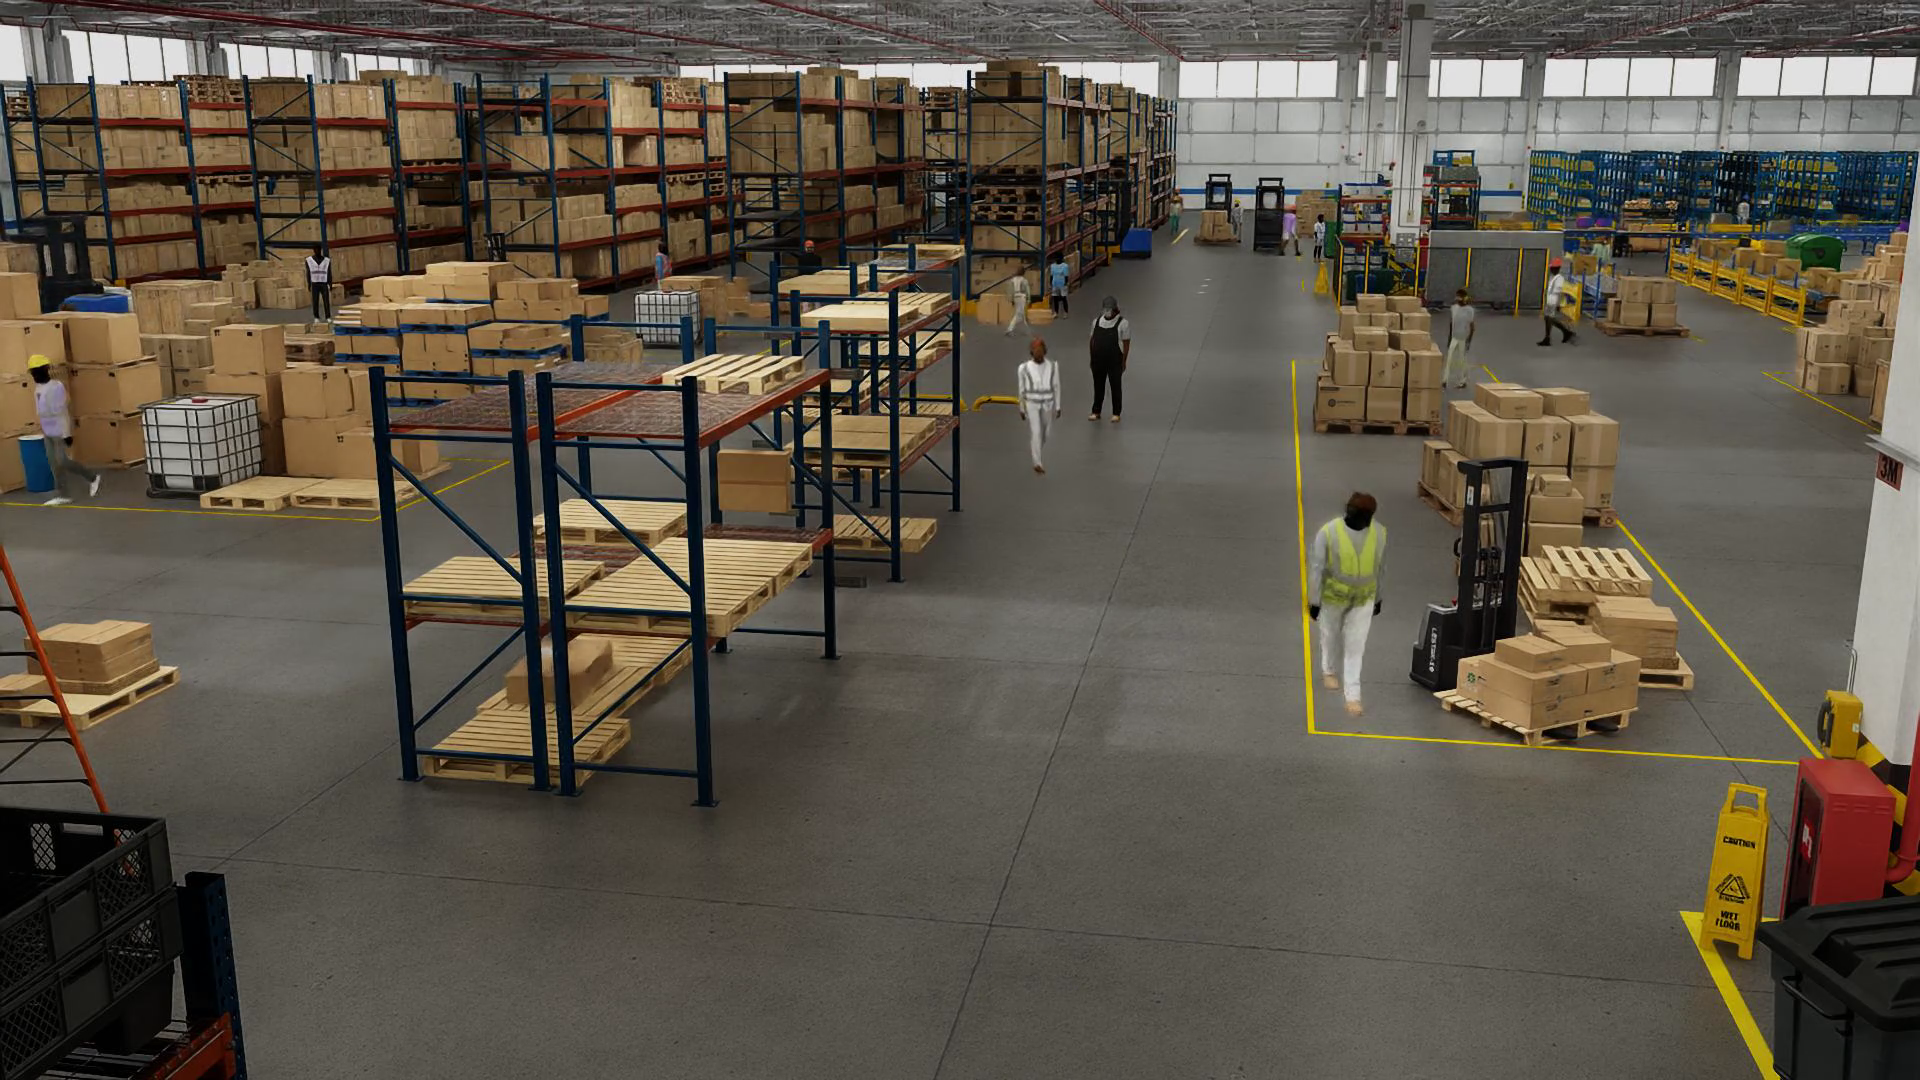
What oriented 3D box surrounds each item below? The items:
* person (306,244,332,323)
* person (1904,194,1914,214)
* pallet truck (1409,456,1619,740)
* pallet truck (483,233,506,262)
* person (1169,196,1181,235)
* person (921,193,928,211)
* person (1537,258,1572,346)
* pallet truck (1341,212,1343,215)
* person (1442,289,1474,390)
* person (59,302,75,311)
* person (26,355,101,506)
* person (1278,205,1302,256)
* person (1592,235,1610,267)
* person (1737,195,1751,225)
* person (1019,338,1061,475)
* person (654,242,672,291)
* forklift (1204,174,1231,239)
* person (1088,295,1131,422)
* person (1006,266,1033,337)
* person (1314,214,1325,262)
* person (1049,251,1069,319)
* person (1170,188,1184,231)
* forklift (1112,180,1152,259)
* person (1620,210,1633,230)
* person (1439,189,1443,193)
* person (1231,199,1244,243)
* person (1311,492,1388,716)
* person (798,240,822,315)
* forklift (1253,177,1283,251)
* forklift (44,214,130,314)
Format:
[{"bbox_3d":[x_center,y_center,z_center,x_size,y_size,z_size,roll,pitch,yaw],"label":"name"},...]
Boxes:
[{"bbox_3d":[-15.654,-6.273,40.675,0.587,1.911,0.397,-7,15,-26],"label":"person"},{"bbox_3d":[44.507,-15.441,78.018,0.389,1.849,0.566,-3,14,-11],"label":"person"},{"bbox_3d":[4.504,0.400,13.395,0.823,1.965,1.885,-6,15,-23],"label":"pallet truck"},{"bbox_3d":[-11.832,-7.026,43.548,1.885,1.965,0.823,8,16,28],"label":"pallet truck"},{"bbox_3d":[9.676,-14.606,74.844,0.524,1.742,0.693,2,14,8],"label":"person"},{"bbox_3d":[-1.812,-17.053,84.504,0.558,1.893,1.015,2,14,9],"label":"person"},{"bbox_3d":[12.981,-5.173,36.185,0.622,1.921,0.550,1,14,3],"label":"person"},{"bbox_3d":[15.874,-13.227,70.310,0.680,1.201,1.601,10,17,35],"label":"pallet truck"},{"bbox_3d":[8.969,-3.601,29.992,0.941,1.822,0.555,-13,19,-43],"label":"person"},{"bbox_3d":[-14.225,-2.849,26.710,0.372,1.940,0.630,-2,14,-8],"label":"person"},{"bbox_3d":[-11.316,-1.401,20.932,0.591,1.890,0.613,11,17,37],"label":"person"},{"bbox_3d":[12.359,-11.561,62.215,0.997,1.886,0.548,-7,16,-27],"label":"person"},{"bbox_3d":[18.836,-8.134,48.839,0.517,1.595,0.780,0,14,-1],"label":"person"},{"bbox_3d":[33.184,-13.624,70.440,0.402,1.943,0.609,-4,14,-14],"label":"person"},{"bbox_3d":[1.076,-1.856,22.834,0.583,1.861,0.650,-4,14,-14],"label":"person"},{"bbox_3d":[-7.522,-6.634,42.274,0.429,1.845,0.621,1,14,3],"label":"person"},{"bbox_3d":[11.011,-14.178,70.766,1.129,2.768,1.873,3,14,10],"label":"forklift"},{"bbox_3d":[2.372,-2.913,26.758,0.682,2.000,0.538,7,15,25],"label":"person"},{"bbox_3d":[1.355,-5.440,37.925,0.847,1.599,0.530,-10,17,-36],"label":"person"},{"bbox_3d":[12.833,-10.766,59.351,0.535,1.697,0.318,-12,18,-40],"label":"person"},{"bbox_3d":[2.464,-6.341,41.422,0.547,1.685,0.322,9,16,32],"label":"person"},{"bbox_3d":[10.074,-15.355,77.393,0.646,1.975,0.672,3,14,12],"label":"person"},{"bbox_3d":[6.082,-11.722,60.796,1.873,2.768,1.129,2,14,9],"label":"forklift"},{"bbox_3d":[26.413,-12.340,65.671,0.836,1.734,0.533,-1,14,-3],"label":"person"},{"bbox_3d":[23.447,-16.260,81.409,0.600,1.825,0.403,-2,14,-6],"label":"person"},{"bbox_3d":[11.599,-13.370,69.677,0.404,1.826,0.591,-10,17,-36],"label":"person"},{"bbox_3d":[3.166,0.467,13.600,0.640,1.791,0.949,-1,14,-3],"label":"person"},{"bbox_3d":[-3.692,-6.383,40.979,0.606,1.986,0.411,-5,15,-20],"label":"person"},{"bbox_3d":[12.083,-12.747,64.956,1.129,2.768,1.873,3,14,10],"label":"forklift"},{"bbox_3d":[-19.275,-5.659,36.177,1.873,2.768,1.129,3,14,10],"label":"forklift"}]
